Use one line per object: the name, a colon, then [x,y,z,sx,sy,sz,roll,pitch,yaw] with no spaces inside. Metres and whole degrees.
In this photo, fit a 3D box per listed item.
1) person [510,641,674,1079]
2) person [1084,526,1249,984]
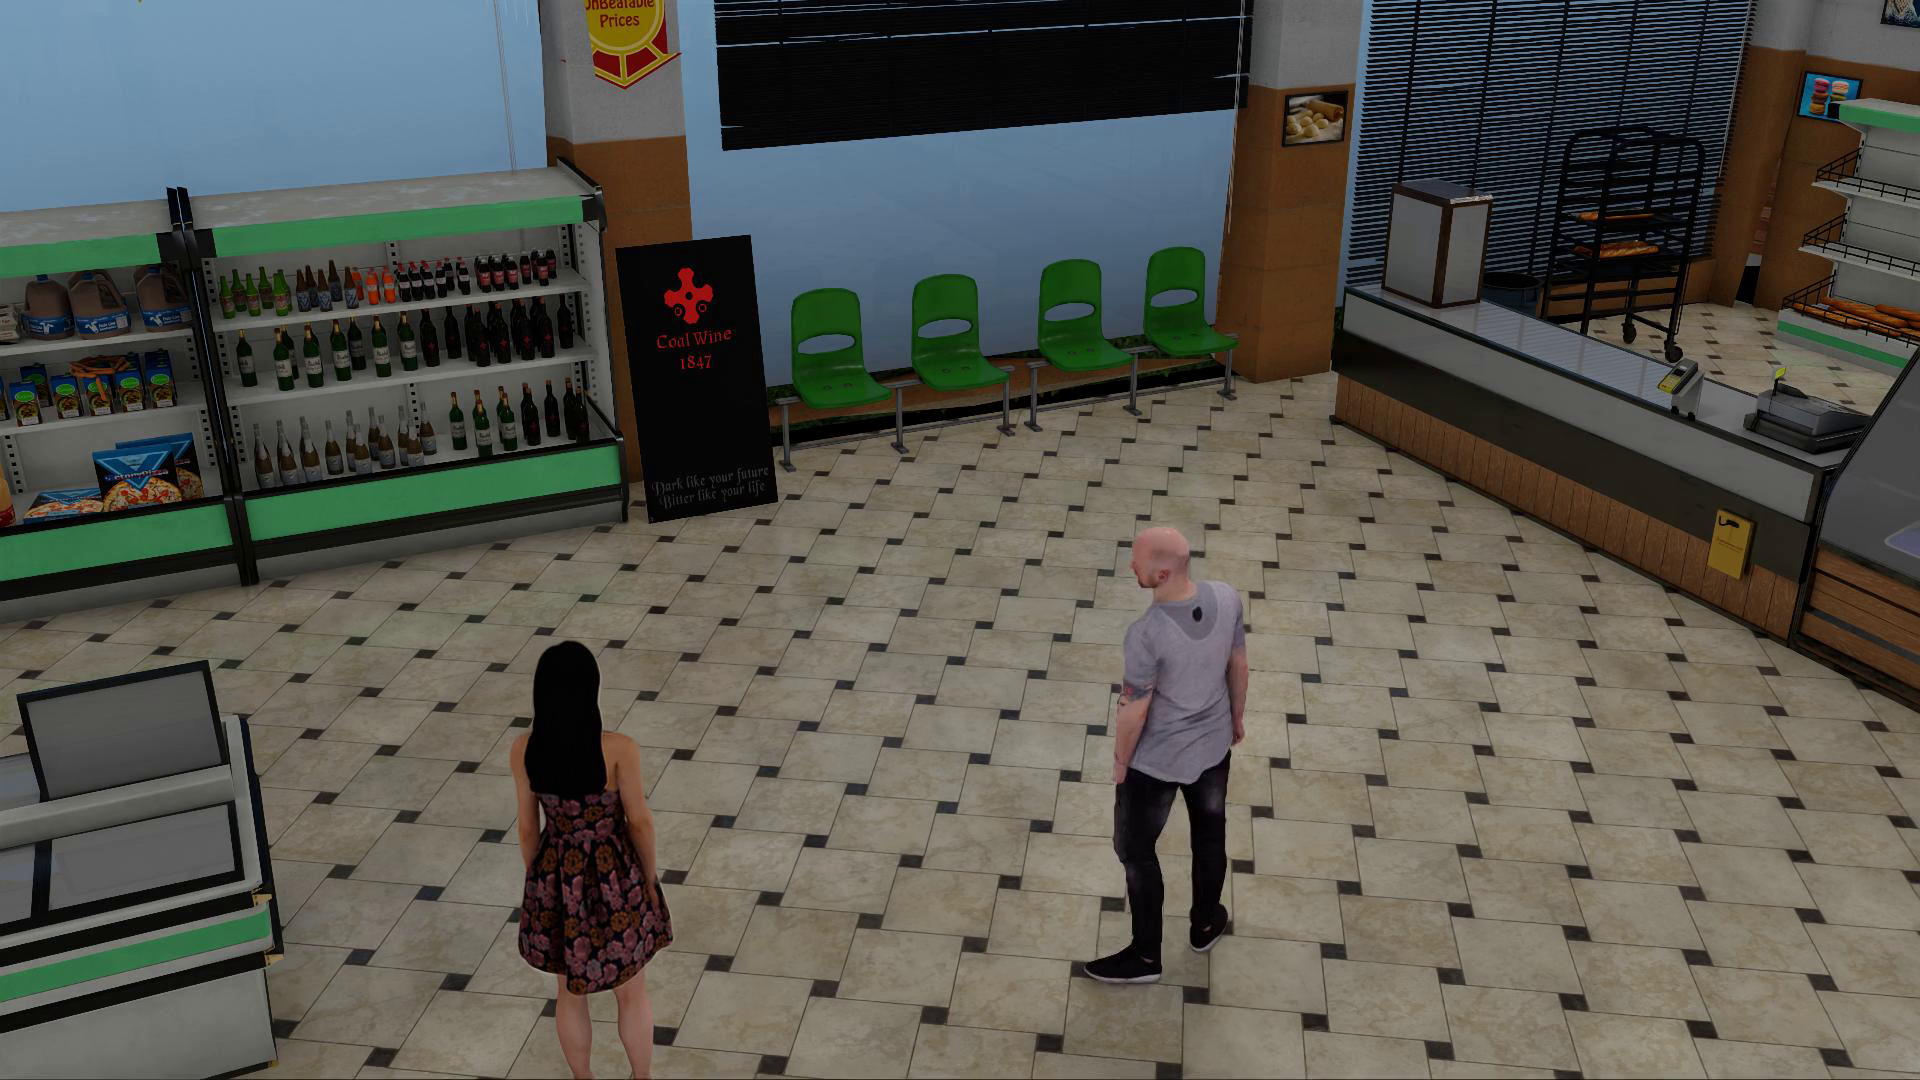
person: [-1.185,1.127,5.337,0.748,1.773,0.838,0,24,0]
person: [0.858,0.760,6.125,0.542,1.814,0.939,-6,24,-13]
